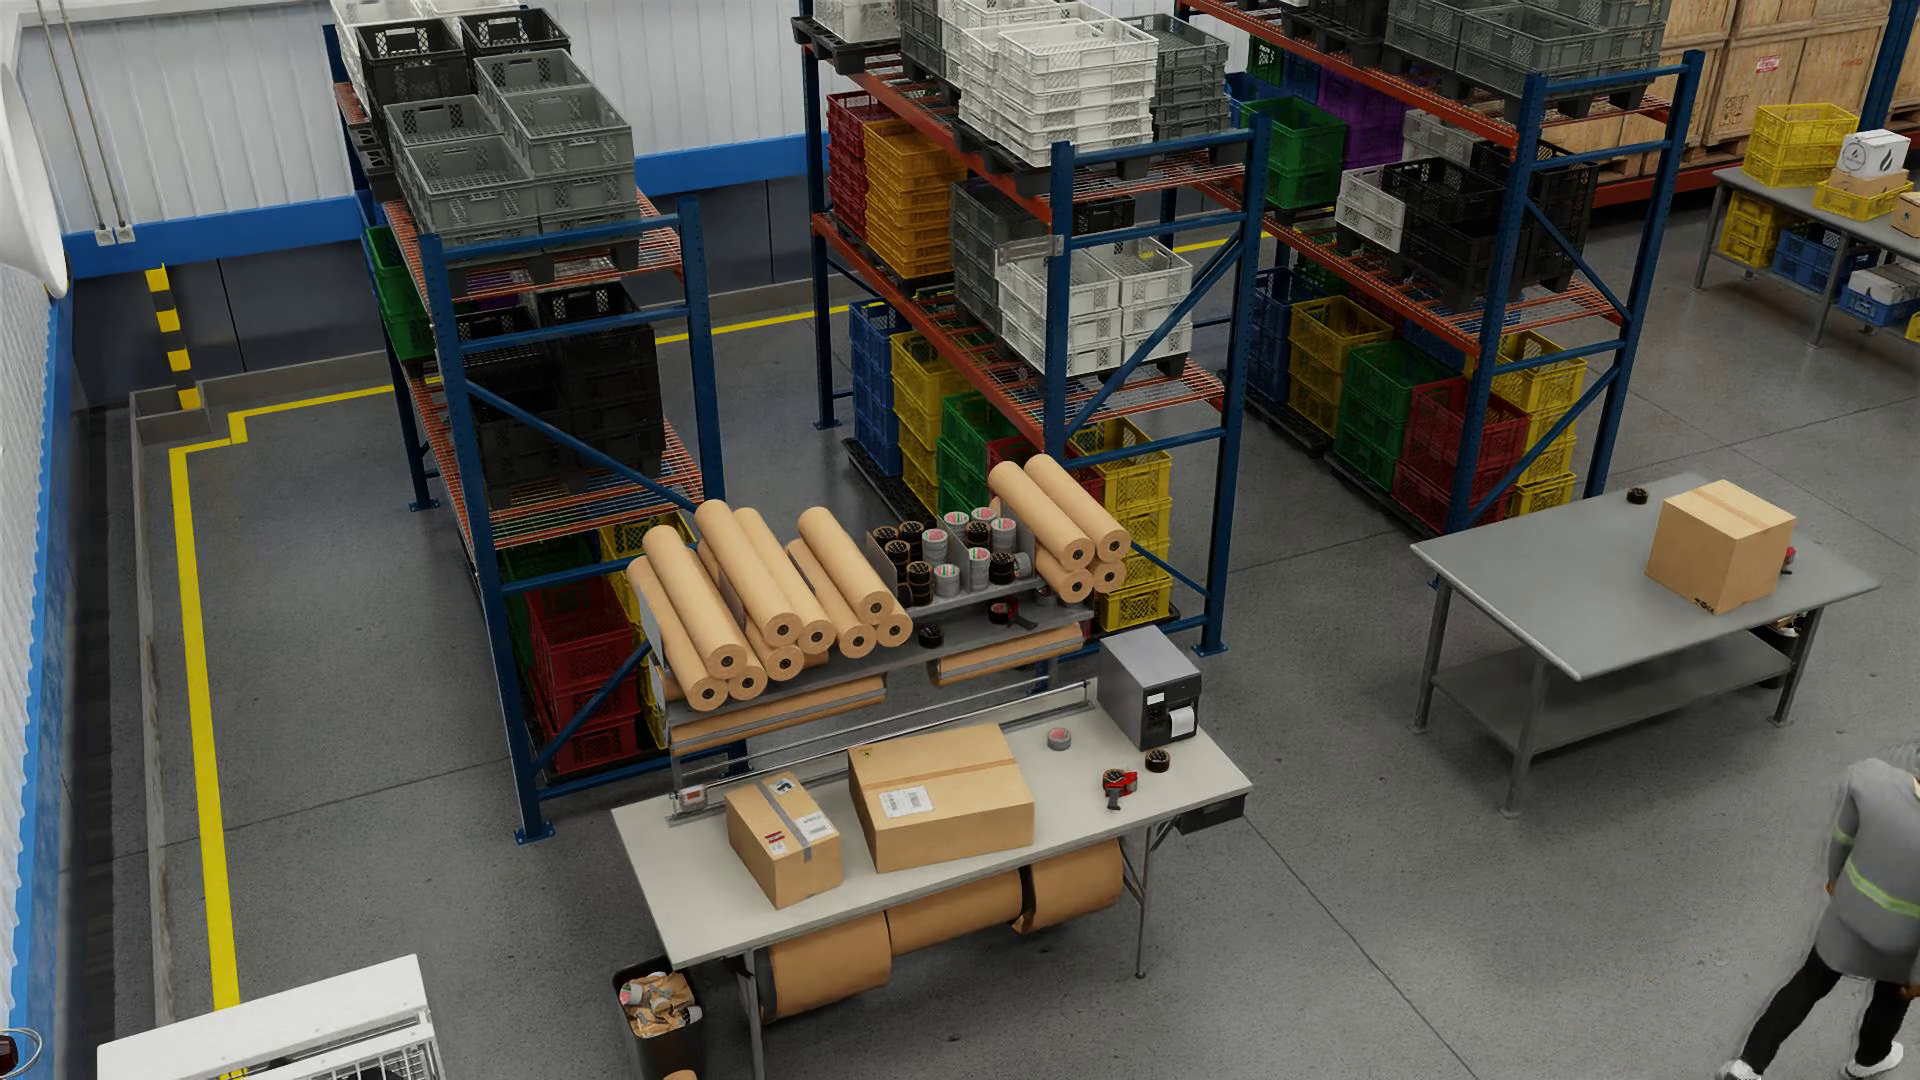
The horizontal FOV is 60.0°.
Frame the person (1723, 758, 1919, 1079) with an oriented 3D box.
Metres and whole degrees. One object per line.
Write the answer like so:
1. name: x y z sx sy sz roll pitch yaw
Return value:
1. person: 3.410 1.414 6.186 0.852 1.825 0.585 -17 36 -26
